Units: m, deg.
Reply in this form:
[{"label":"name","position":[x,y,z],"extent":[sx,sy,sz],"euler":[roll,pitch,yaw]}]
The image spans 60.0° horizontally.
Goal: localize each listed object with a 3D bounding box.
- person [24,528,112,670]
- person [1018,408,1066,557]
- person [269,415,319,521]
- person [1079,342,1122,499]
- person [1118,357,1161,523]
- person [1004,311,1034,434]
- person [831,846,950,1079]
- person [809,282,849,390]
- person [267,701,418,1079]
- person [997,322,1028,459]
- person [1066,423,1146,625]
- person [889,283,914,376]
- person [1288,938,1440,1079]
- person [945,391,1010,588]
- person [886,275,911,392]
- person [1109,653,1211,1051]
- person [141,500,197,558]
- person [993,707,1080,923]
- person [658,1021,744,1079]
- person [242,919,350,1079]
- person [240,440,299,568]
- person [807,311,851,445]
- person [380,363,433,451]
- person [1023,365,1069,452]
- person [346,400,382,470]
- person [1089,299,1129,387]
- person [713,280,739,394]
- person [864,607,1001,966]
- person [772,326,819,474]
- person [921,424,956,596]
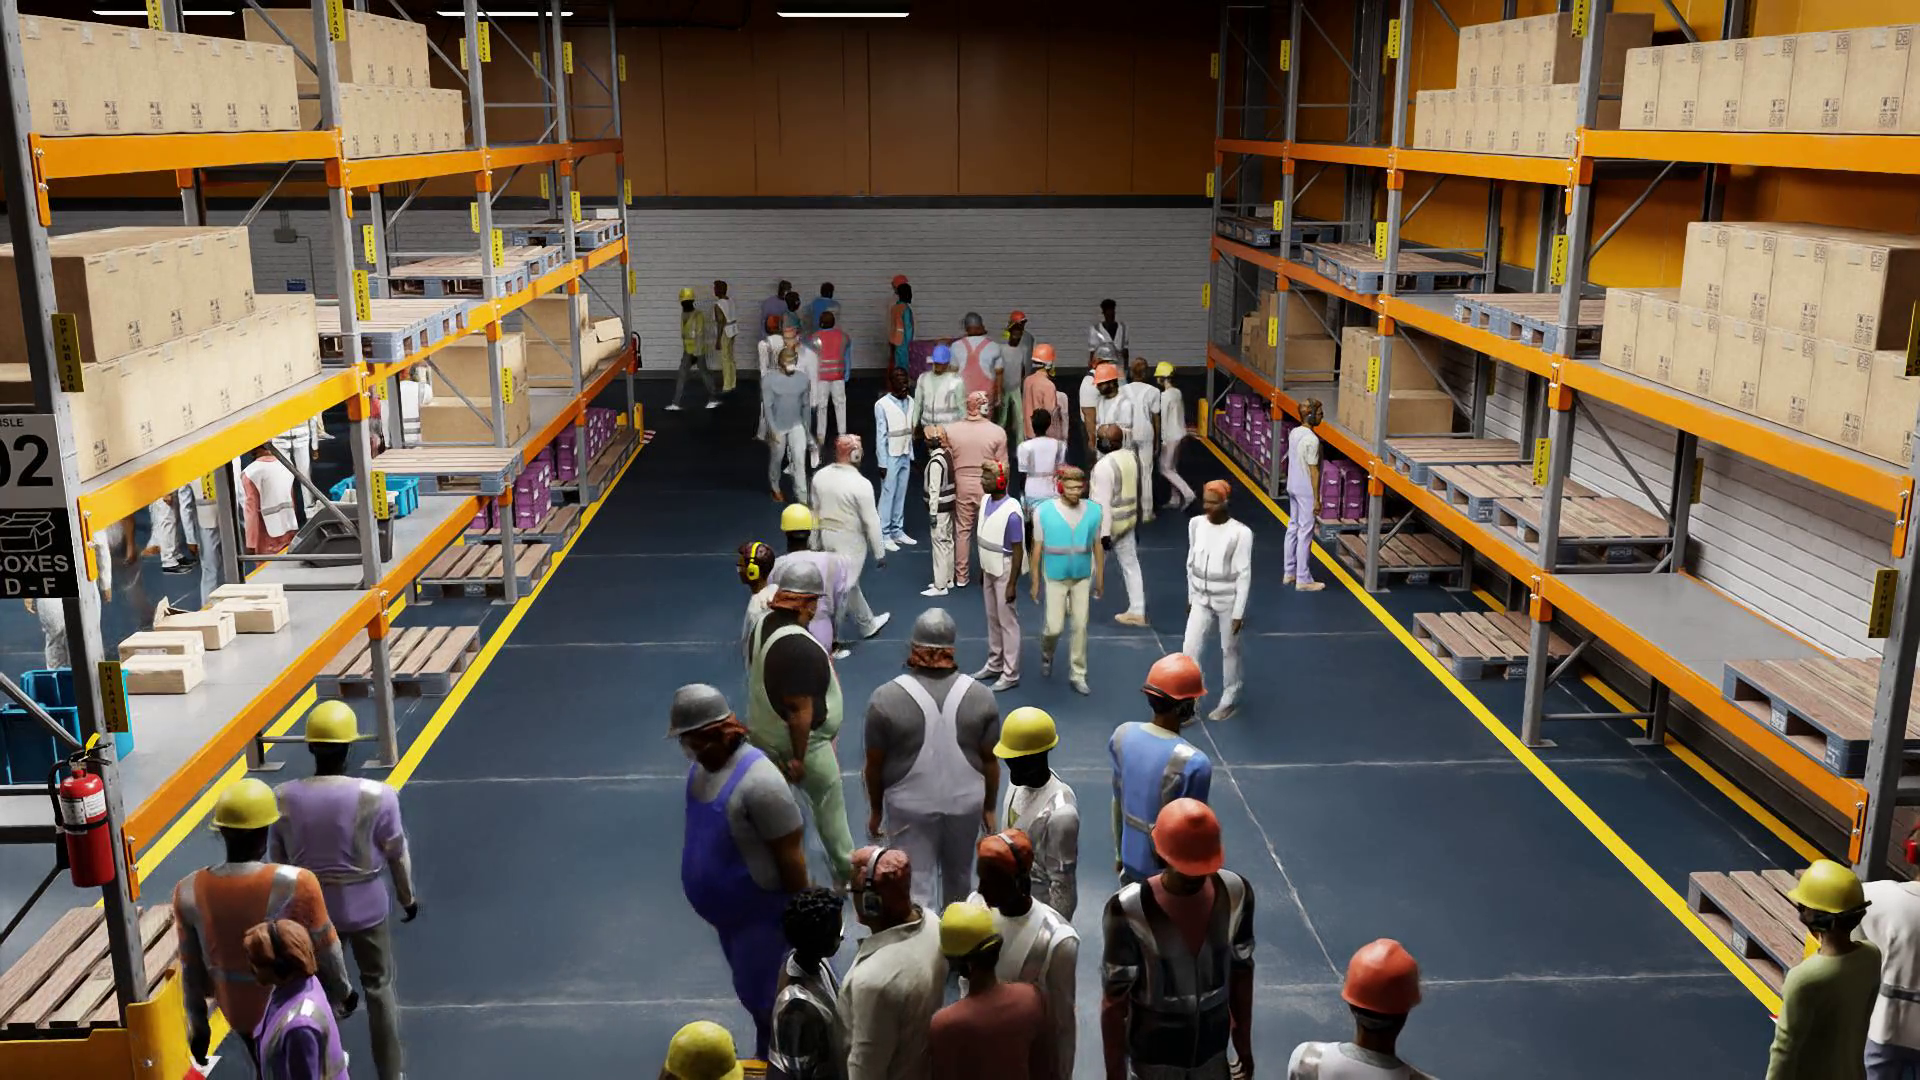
[{"label":"person","position":[-6.761,0.347,12.594],"extent":[0.634,1.932,0.361],"euler":[-8,16,-29]},{"label":"person","position":[0.804,-0.471,16.348],"extent":[0.543,1.649,0.887],"euler":[-5,15,-20]},{"label":"person","position":[-7.279,-1.033,18.102],"extent":[0.577,1.879,0.350],"euler":[-7,16,-26]},{"label":"person","position":[1.593,-1.192,18.399],"extent":[0.535,2.000,0.681],"euler":[6,16,24]},{"label":"person","position":[1.971,-1.102,18.434],"extent":[0.517,1.843,0.325],"euler":[4,15,14]},{"label":"person","position":[0.825,-2.394,23.717],"extent":[0.355,1.741,0.575],"euler":[9,17,31]},{"label":"person","position":[-0.267,2.019,6.094],"extent":[0.402,1.896,0.652],"euler":[5,15,17]},{"label":"person","position":[-2.187,-3.295,27.116],"extent":[0.638,1.817,0.819],"euler":[10,18,35]},{"label":"person","position":[-2.781,1.643,7.529],"extent":[0.595,1.909,0.438],"euler":[0,14,1]},{"label":"person","position":[0.684,-1.925,21.702],"extent":[0.512,1.831,0.793],"euler":[-6,15,-21]},{"label":"person","position":[1.269,-0.152,14.787],"extent":[0.953,1.796,0.658],"euler":[10,17,35]},{"label":"person","position":[-0.889,-3.020,25.818],"extent":[0.391,1.920,0.587],"euler":[-7,16,-25]},{"label":"person","position":[1.302,2.191,5.338],"extent":[0.544,1.930,0.388],"euler":[10,17,33]},{"label":"person","position":[0.166,-0.471,15.843],"extent":[0.643,1.905,0.399],"euler":[5,15,17]},{"label":"person","position":[-0.897,-3.241,26.563],"extent":[0.606,1.975,0.648],"euler":[-1,14,-4]},{"label":"person","position":[0.962,1.512,7.806],"extent":[0.409,2.035,0.610],"euler":[-10,18,-35]},{"label":"person","position":[-8.202,-0.806,17.143],"extent":[0.641,1.915,0.761],"euler":[10,18,35]},{"label":"person","position":[0.328,1.654,7.475],"extent":[0.393,1.918,0.585],"euler":[-5,15,-18]},{"label":"person","position":[-0.797,2.308,5.269],"extent":[0.320,1.737,0.485],"euler":[11,18,36]},{"label":"person","position":[-2.401,2.145,6.118],"extent":[0.320,1.631,0.523],"euler":[-7,16,-24]},{"label":"person","position":[-5.858,-0.048,14.177],"extent":[0.402,1.909,0.599],"euler":[3,15,13]},{"label":"person","position":[-1.807,-2.231,22.884],"extent":[0.633,1.840,0.429],"euler":[-5,15,-20]},{"label":"person","position":[-6.055,-1.098,18.335],"extent":[0.573,1.887,0.355],"euler":[-4,15,-15]},{"label":"person","position":[0.965,-1.129,18.693],"extent":[0.525,1.772,0.309],"euler":[3,15,10]},{"label":"person","position":[-7.567,-1.869,21.174],"extent":[0.618,1.986,0.408],"euler":[4,15,14]},{"label":"person","position":[2.122,-2.432,23.462],"extent":[0.608,1.944,0.422],"euler":[-4,15,-14]},{"label":"person","position":[-3.814,-3.287,27.023],"extent":[0.396,1.843,0.583],"euler":[4,15,15]},{"label":"person","position":[-0.135,1.327,8.510],"extent":[0.704,2.000,0.767],"euler":[-4,15,-15]},{"label":"person","position":[-2.081,-1.772,20.989],"extent":[0.642,1.890,0.464],"euler":[7,16,25]},{"label":"person","position":[-0.194,-0.282,15.648],"extent":[0.313,1.634,0.514],"euler":[3,15,11]}]
